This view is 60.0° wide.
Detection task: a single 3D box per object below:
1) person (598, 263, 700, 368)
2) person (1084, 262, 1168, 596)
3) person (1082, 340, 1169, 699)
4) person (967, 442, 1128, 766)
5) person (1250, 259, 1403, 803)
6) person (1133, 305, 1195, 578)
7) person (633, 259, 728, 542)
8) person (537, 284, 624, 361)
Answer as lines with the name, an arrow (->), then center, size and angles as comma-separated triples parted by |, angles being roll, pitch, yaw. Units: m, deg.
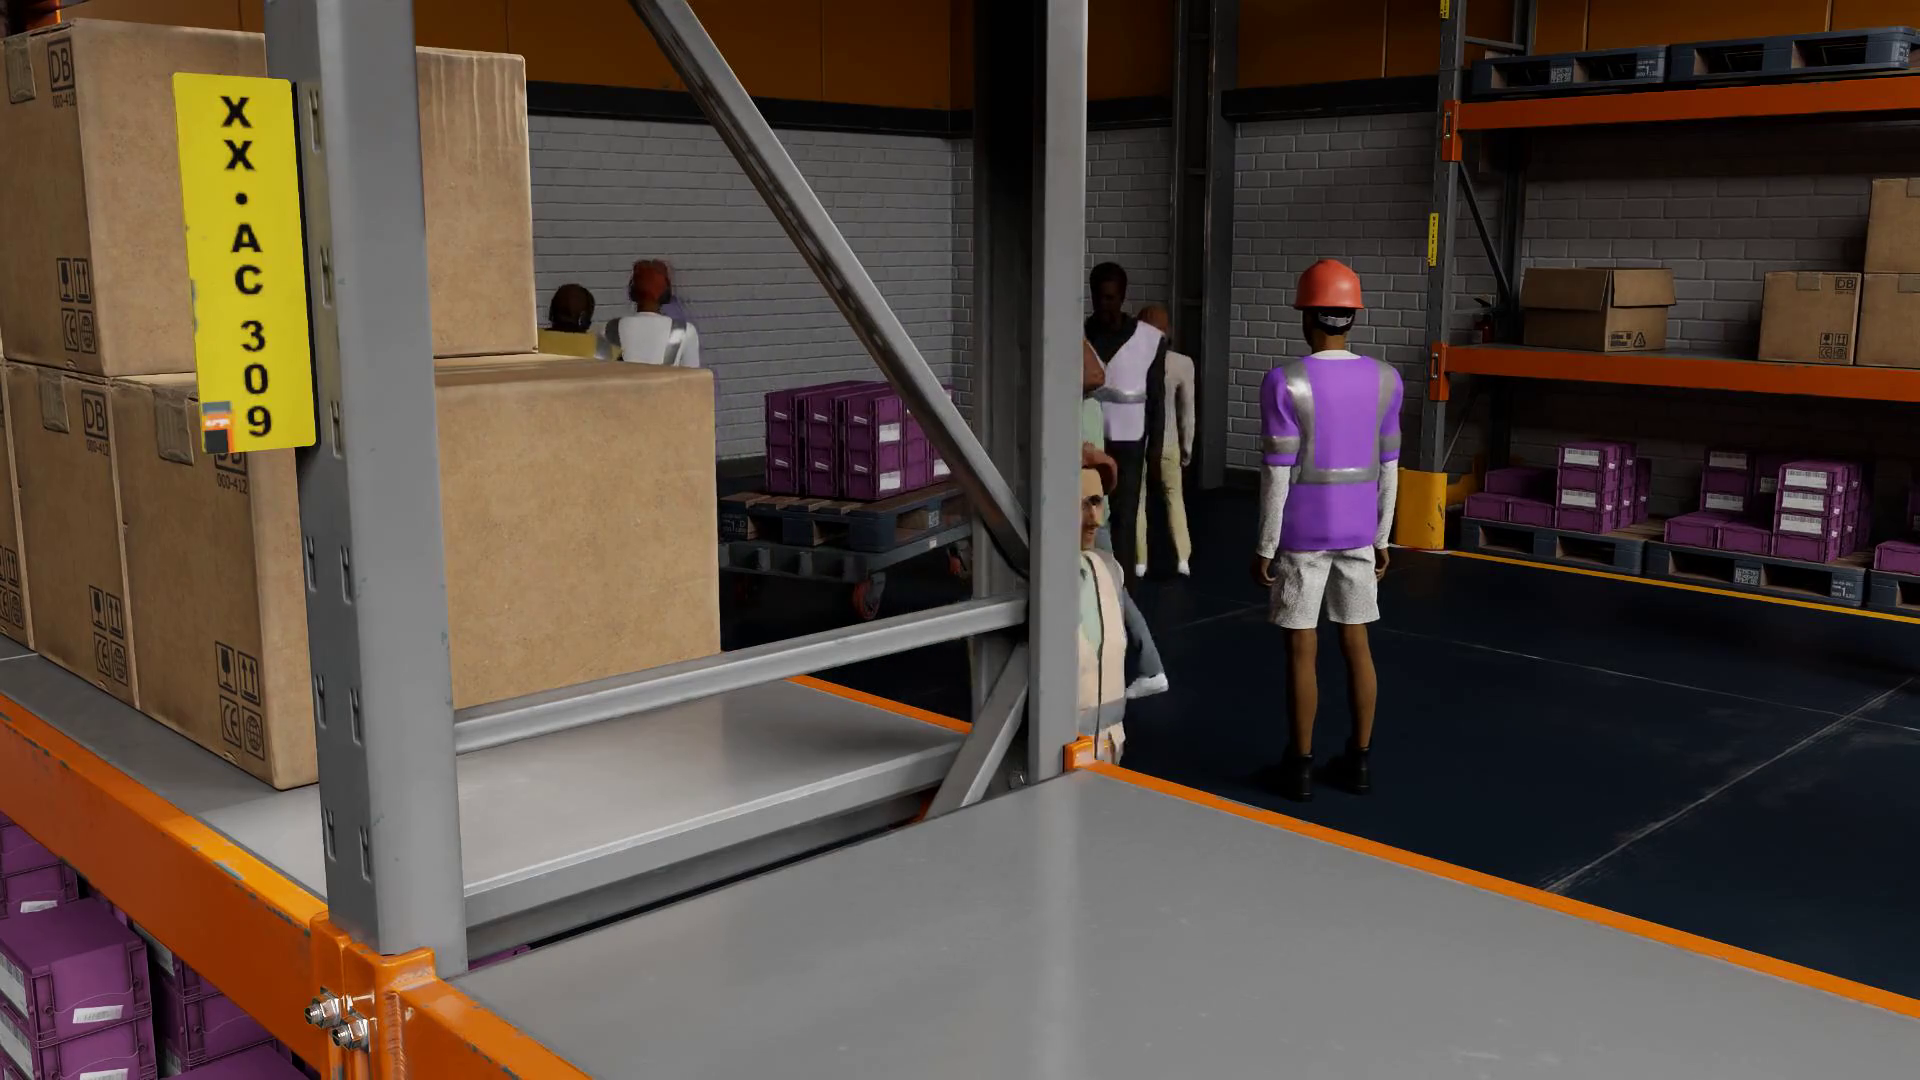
person -> -1.743, -0.615, 9.356 | 0.594, 1.870, 0.504 | 1, 10, 4
person -> 0.793, -0.512, 8.751 | 0.604, 1.894, 0.569 | 3, 11, 15
person -> 0.523, -0.081, 7.219 | 0.865, 1.591, 0.518 | 3, 11, 15
person -> 0.158, 0.560, 3.697 | 0.846, 1.597, 0.534 | 9, 14, 40
person -> 1.294, -0.028, 5.977 | 0.549, 1.936, 0.376 | -3, 11, -16
person -> 1.111, -0.565, 9.801 | 0.538, 1.609, 0.438 | 1, 10, 4
person -> -1.828, -0.844, 10.580 | 0.721, 1.879, 0.647 | -1, 10, -4
person -> -2.028, -0.394, 8.434 | 0.692, 1.785, 0.939 | -2, 11, -9
